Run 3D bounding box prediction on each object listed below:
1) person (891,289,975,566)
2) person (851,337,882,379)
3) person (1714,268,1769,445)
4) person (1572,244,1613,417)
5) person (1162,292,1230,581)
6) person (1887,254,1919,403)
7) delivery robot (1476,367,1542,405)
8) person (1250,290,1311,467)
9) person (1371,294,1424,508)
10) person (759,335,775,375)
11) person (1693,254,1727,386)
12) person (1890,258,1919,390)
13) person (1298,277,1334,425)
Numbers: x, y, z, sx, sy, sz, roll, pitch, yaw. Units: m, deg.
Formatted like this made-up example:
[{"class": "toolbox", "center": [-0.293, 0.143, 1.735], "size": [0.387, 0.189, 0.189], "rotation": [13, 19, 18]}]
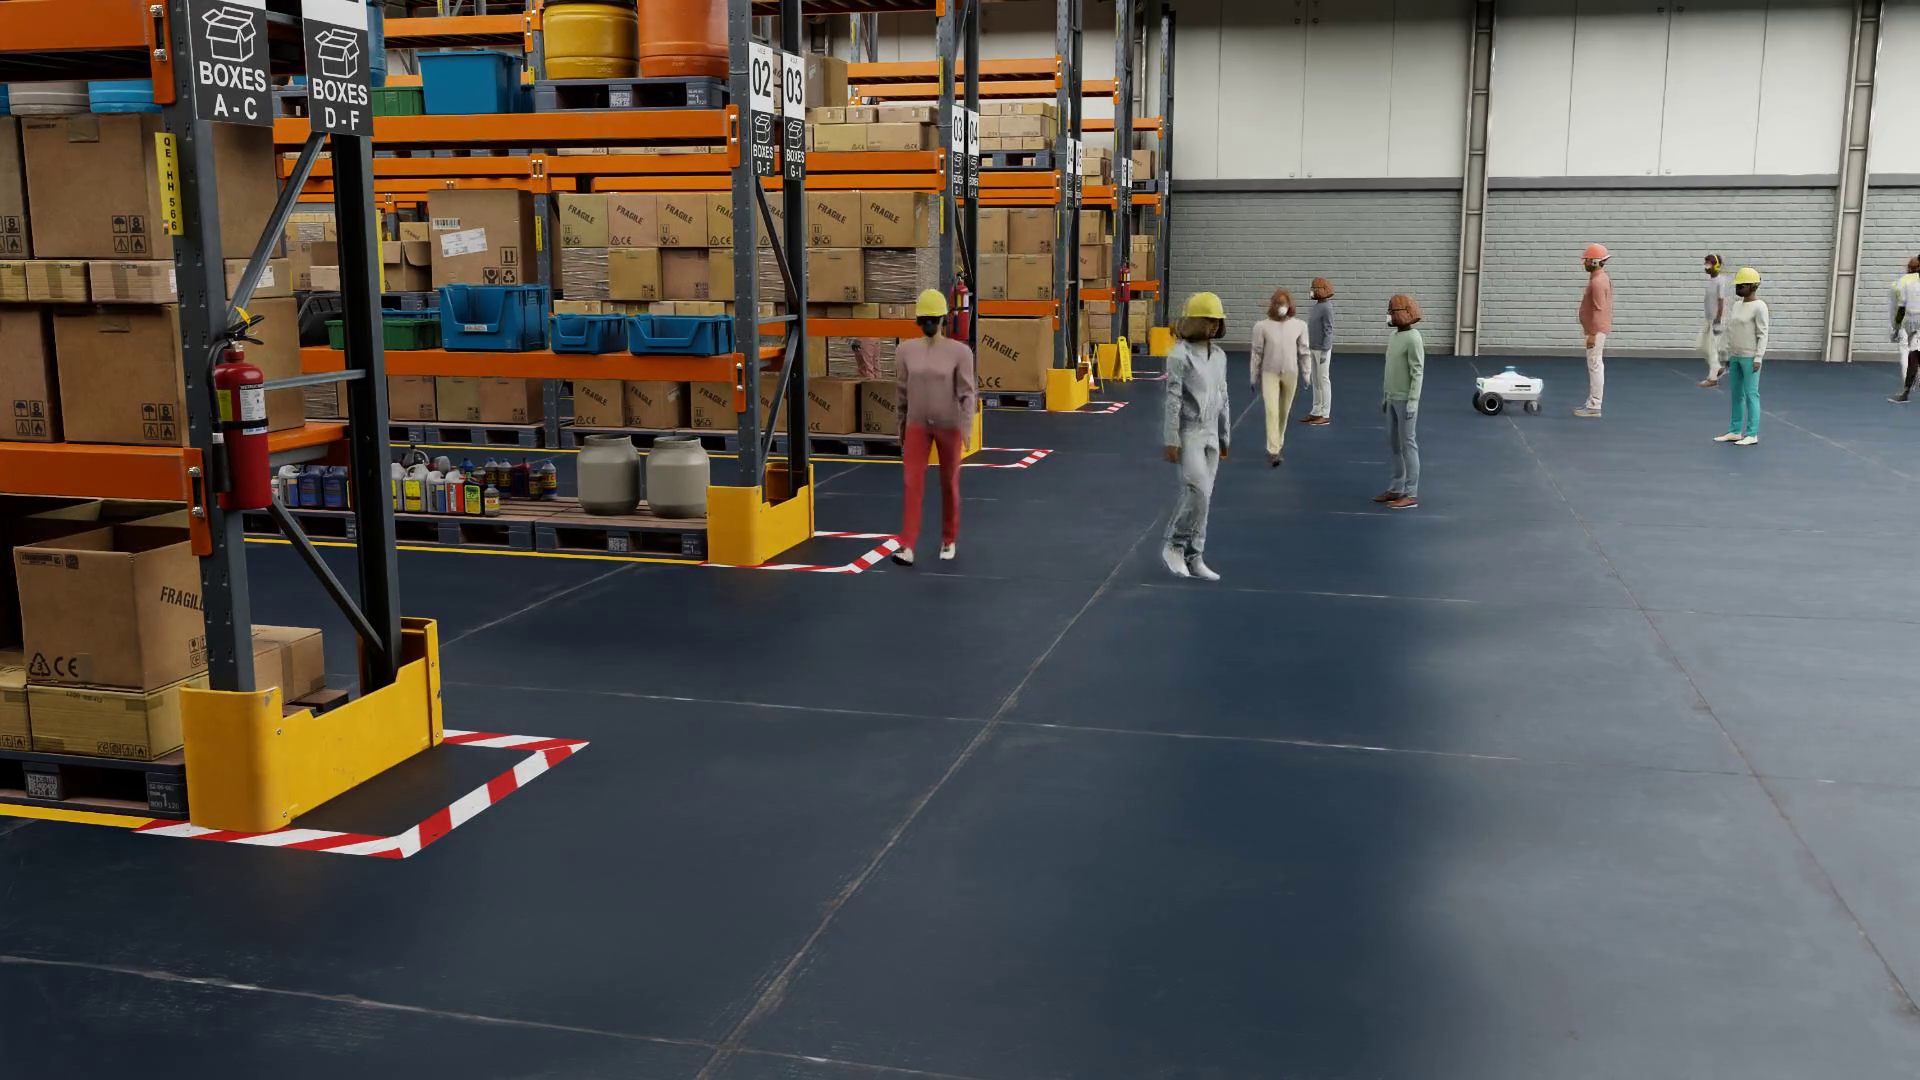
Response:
[{"class": "person", "center": [-0.181, -0.683, 10.365], "size": [0.542, 1.725, 0.875], "rotation": [2, 10, 13]}, {"class": "person", "center": [-1.114, -2.370, 19.253], "size": [0.401, 1.904, 0.646], "rotation": [3, 11, 18]}, {"class": "person", "center": [7.835, -1.831, 16.647], "size": [0.327, 1.767, 0.533], "rotation": [-2, 10, -9]}, {"class": "person", "center": [7.351, -2.427, 19.309], "size": [0.389, 1.996, 0.612], "rotation": [5, 11, 24]}, {"class": "person", "center": [1.448, -0.607, 9.933], "size": [0.505, 1.730, 0.353], "rotation": [-10, 14, -43]}, {"class": "person", "center": [12.204, -2.695, 21.034], "size": [1.019, 1.920, 0.596], "rotation": [-3, 11, -18]}, {"class": "delivery robot", "center": [6.453, -1.795, 19.543], "size": [0.707, 0.478, 0.477], "rotation": [1, 10, 7]}, {"class": "person", "center": [2.921, -1.474, 15.157], "size": [0.510, 1.586, 0.846], "rotation": [-1, 10, -3]}, {"class": "person", "center": [3.375, -1.061, 12.745], "size": [0.269, 1.632, 0.505], "rotation": [-2, 10, -9]}, {"class": "person", "center": [-2.182, -2.058, 17.457], "size": [0.487, 1.923, 0.664], "rotation": [2, 10, 12]}, {"class": "person", "center": [10.467, -3.052, 23.179], "size": [0.396, 1.848, 0.539], "rotation": [1, 10, 4]}, {"class": "person", "center": [13.126, -2.959, 22.843], "size": [0.683, 1.790, 0.860], "rotation": [6, 12, 29]}, {"class": "person", "center": [3.987, -2.097, 18.487], "size": [0.285, 1.633, 0.497], "rotation": [-2, 10, -9]}]
